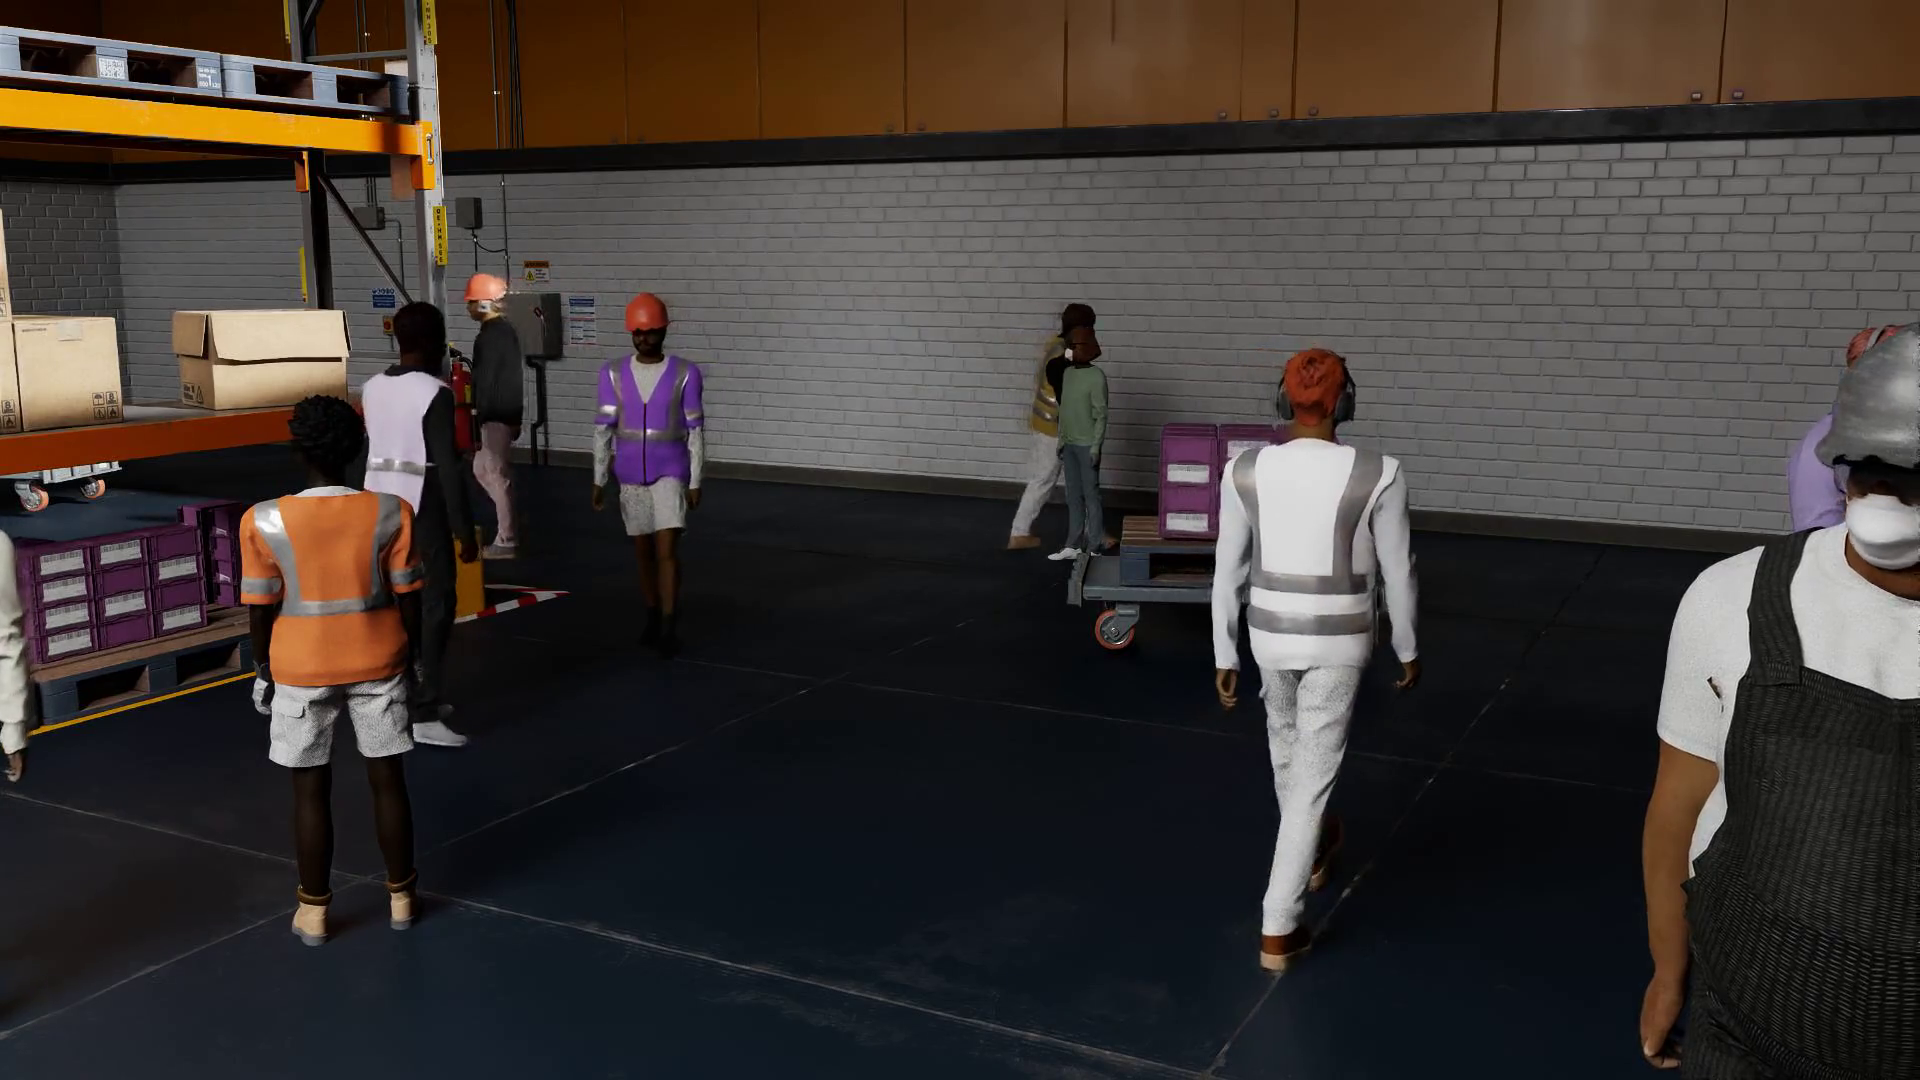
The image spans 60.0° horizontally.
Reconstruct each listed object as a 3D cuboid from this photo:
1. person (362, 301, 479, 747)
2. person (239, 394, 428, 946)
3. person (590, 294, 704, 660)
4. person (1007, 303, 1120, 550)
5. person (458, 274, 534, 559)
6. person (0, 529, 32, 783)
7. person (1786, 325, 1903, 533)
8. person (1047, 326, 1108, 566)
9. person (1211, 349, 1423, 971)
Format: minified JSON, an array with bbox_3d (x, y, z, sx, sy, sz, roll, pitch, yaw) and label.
[{"bbox_3d":[-2.426,-0.076,7.289,0.757,1.919,0.513,8,12,38],"label":"person"},{"bbox_3d":[-1.916,0.400,5.141,0.541,1.700,0.315,-5,11,-26],"label":"person"},{"bbox_3d":[-1.653,-0.329,8.775,0.566,1.907,0.819,1,10,4],"label":"person"},{"bbox_3d":[0.729,-0.789,11.825,0.820,1.786,0.652,3,10,17],"label":"person"},{"bbox_3d":[-3.230,-0.839,11.498,0.436,1.979,0.649,0,10,0],"label":"person"},{"bbox_3d":[-2.750,0.490,4.439,0.547,1.752,0.491,-2,10,-11],"label":"person"},{"bbox_3d":[2.834,0.286,5.211,0.641,1.908,0.407,-8,13,-39],"label":"person"},{"bbox_3d":[0.817,-0.637,11.339,0.278,1.634,0.499,-5,11,-28],"label":"person"},{"bbox_3d":[1.123,0.326,5.185,0.584,1.827,0.986,6,12,32],"label":"person"}]
